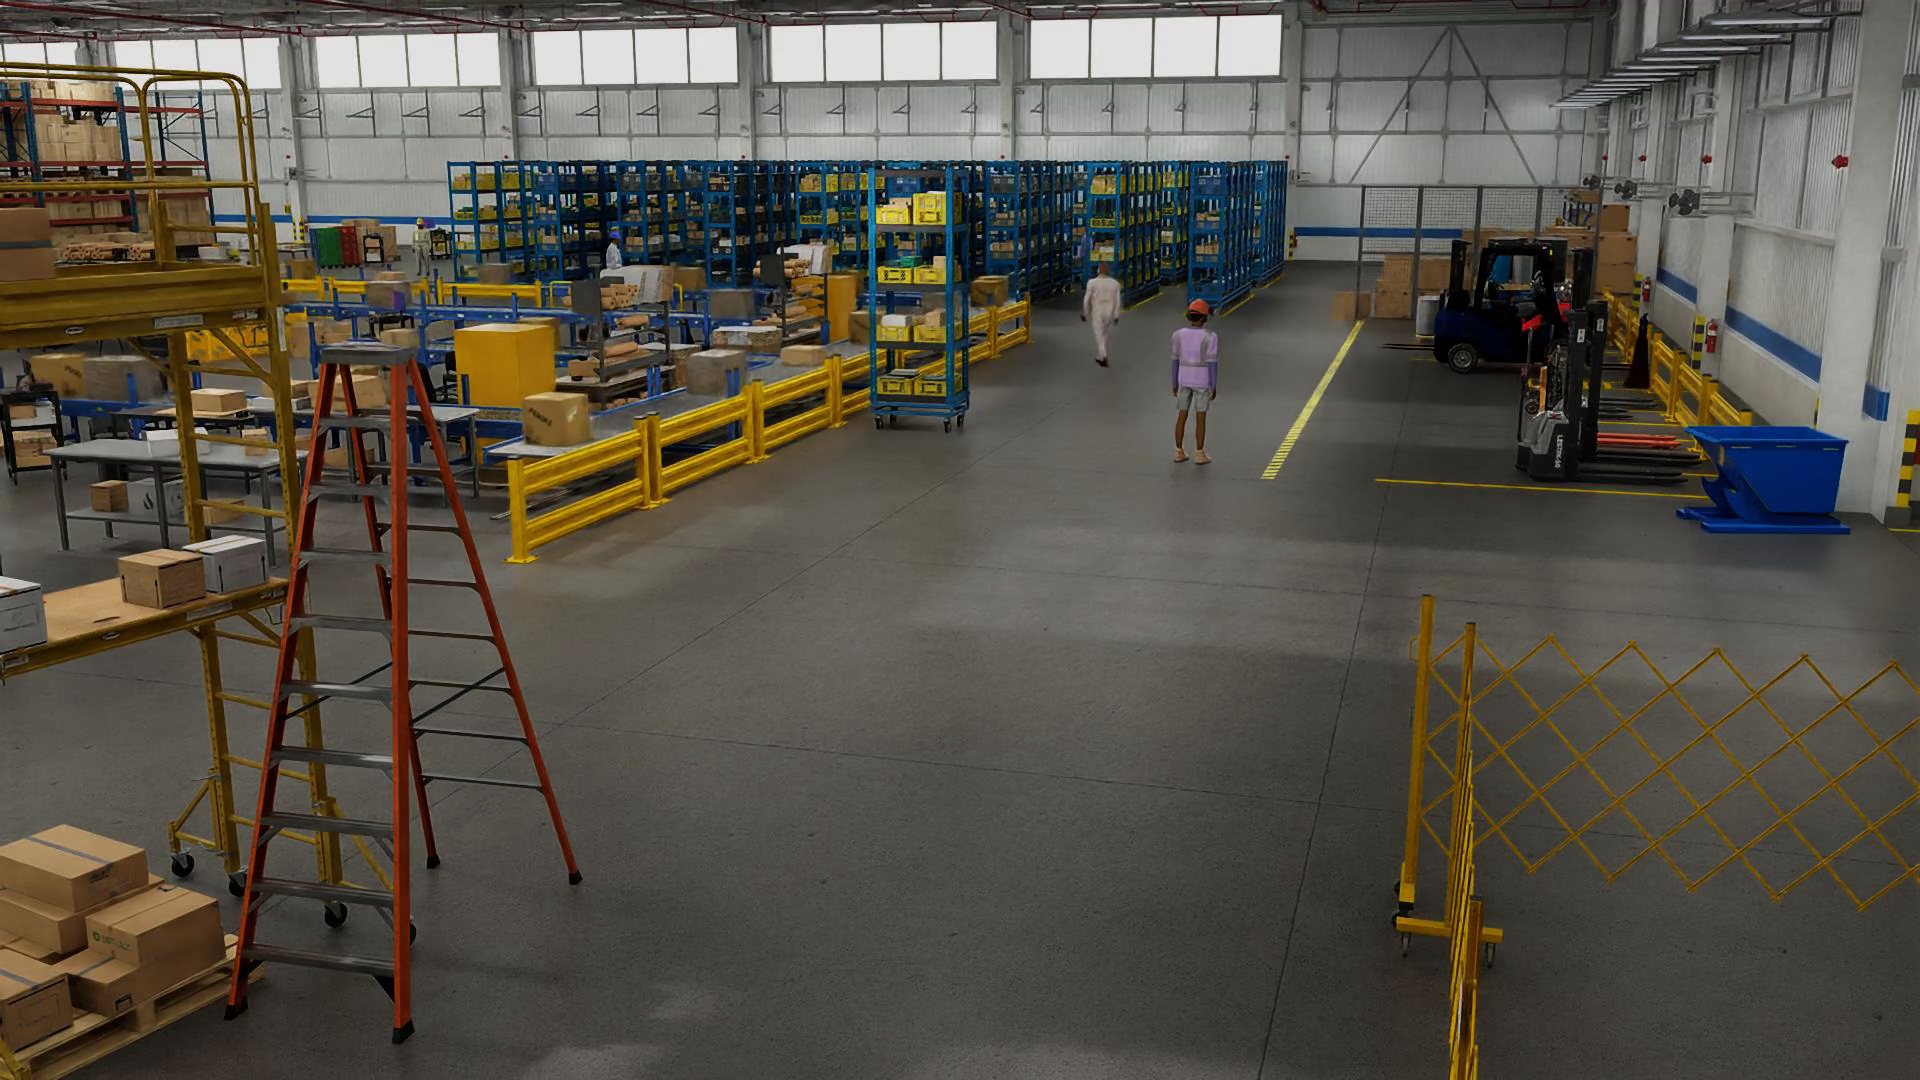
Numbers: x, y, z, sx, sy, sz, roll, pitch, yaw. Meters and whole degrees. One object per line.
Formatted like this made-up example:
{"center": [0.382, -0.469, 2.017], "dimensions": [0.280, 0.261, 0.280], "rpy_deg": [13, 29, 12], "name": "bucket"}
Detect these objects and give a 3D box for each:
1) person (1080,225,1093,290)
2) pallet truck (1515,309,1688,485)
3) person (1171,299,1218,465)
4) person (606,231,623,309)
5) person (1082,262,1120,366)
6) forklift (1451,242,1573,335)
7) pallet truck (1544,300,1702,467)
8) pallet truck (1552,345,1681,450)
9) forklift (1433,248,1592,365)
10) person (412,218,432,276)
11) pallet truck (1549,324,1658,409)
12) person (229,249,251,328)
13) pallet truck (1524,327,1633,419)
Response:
{"center": [3.596, -8.018, 47.160], "dimensions": [0.389, 1.848, 0.567], "rpy_deg": [-1, 13, -6], "name": "person"}
{"center": [7.554, -1.677, 19.446], "dimensions": [1.885, 1.965, 0.823], "rpy_deg": [3, 13, 14], "name": "pallet truck"}
{"center": [2.902, -1.948, 20.542], "dimensions": [0.608, 2.034, 0.406], "rpy_deg": [8, 15, 31], "name": "person"}
{"center": [-8.442, -6.570, 40.694], "dimensions": [0.405, 1.943, 0.613], "rpy_deg": [-2, 13, -10], "name": "person"}
{"center": [2.592, -4.103, 30.206], "dimensions": [0.637, 1.874, 0.893], "rpy_deg": [-5, 14, -20], "name": "person"}
{"center": [10.464, -4.597, 31.405], "dimensions": [2.680, 1.987, 1.157], "rpy_deg": [4, 14, 16], "name": "forklift"}
{"center": [8.263, -1.952, 20.631], "dimensions": [1.885, 1.965, 0.823], "rpy_deg": [5, 14, 20], "name": "pallet truck"}
{"center": [8.641, -1.896, 21.908], "dimensions": [1.630, 1.274, 0.653], "rpy_deg": [4, 14, 16], "name": "pallet truck"}
{"center": [9.780, -4.111, 29.280], "dimensions": [2.680, 1.987, 1.157], "rpy_deg": [3, 13, 14], "name": "forklift"}
{"center": [-17.017, -9.259, 52.589], "dimensions": [0.601, 1.826, 0.404], "rpy_deg": [0, 13, -1], "name": "person"}
{"center": [9.824, -2.669, 25.407], "dimensions": [1.601, 1.201, 0.680], "rpy_deg": [4, 14, 16], "name": "pallet truck"}
{"center": [-15.866, -5.518, 36.583], "dimensions": [0.462, 1.753, 0.531], "rpy_deg": [1, 13, 3], "name": "person"}
{"center": [9.065, -2.460, 24.370], "dimensions": [1.522, 1.261, 0.704], "rpy_deg": [3, 13, 14], "name": "pallet truck"}
